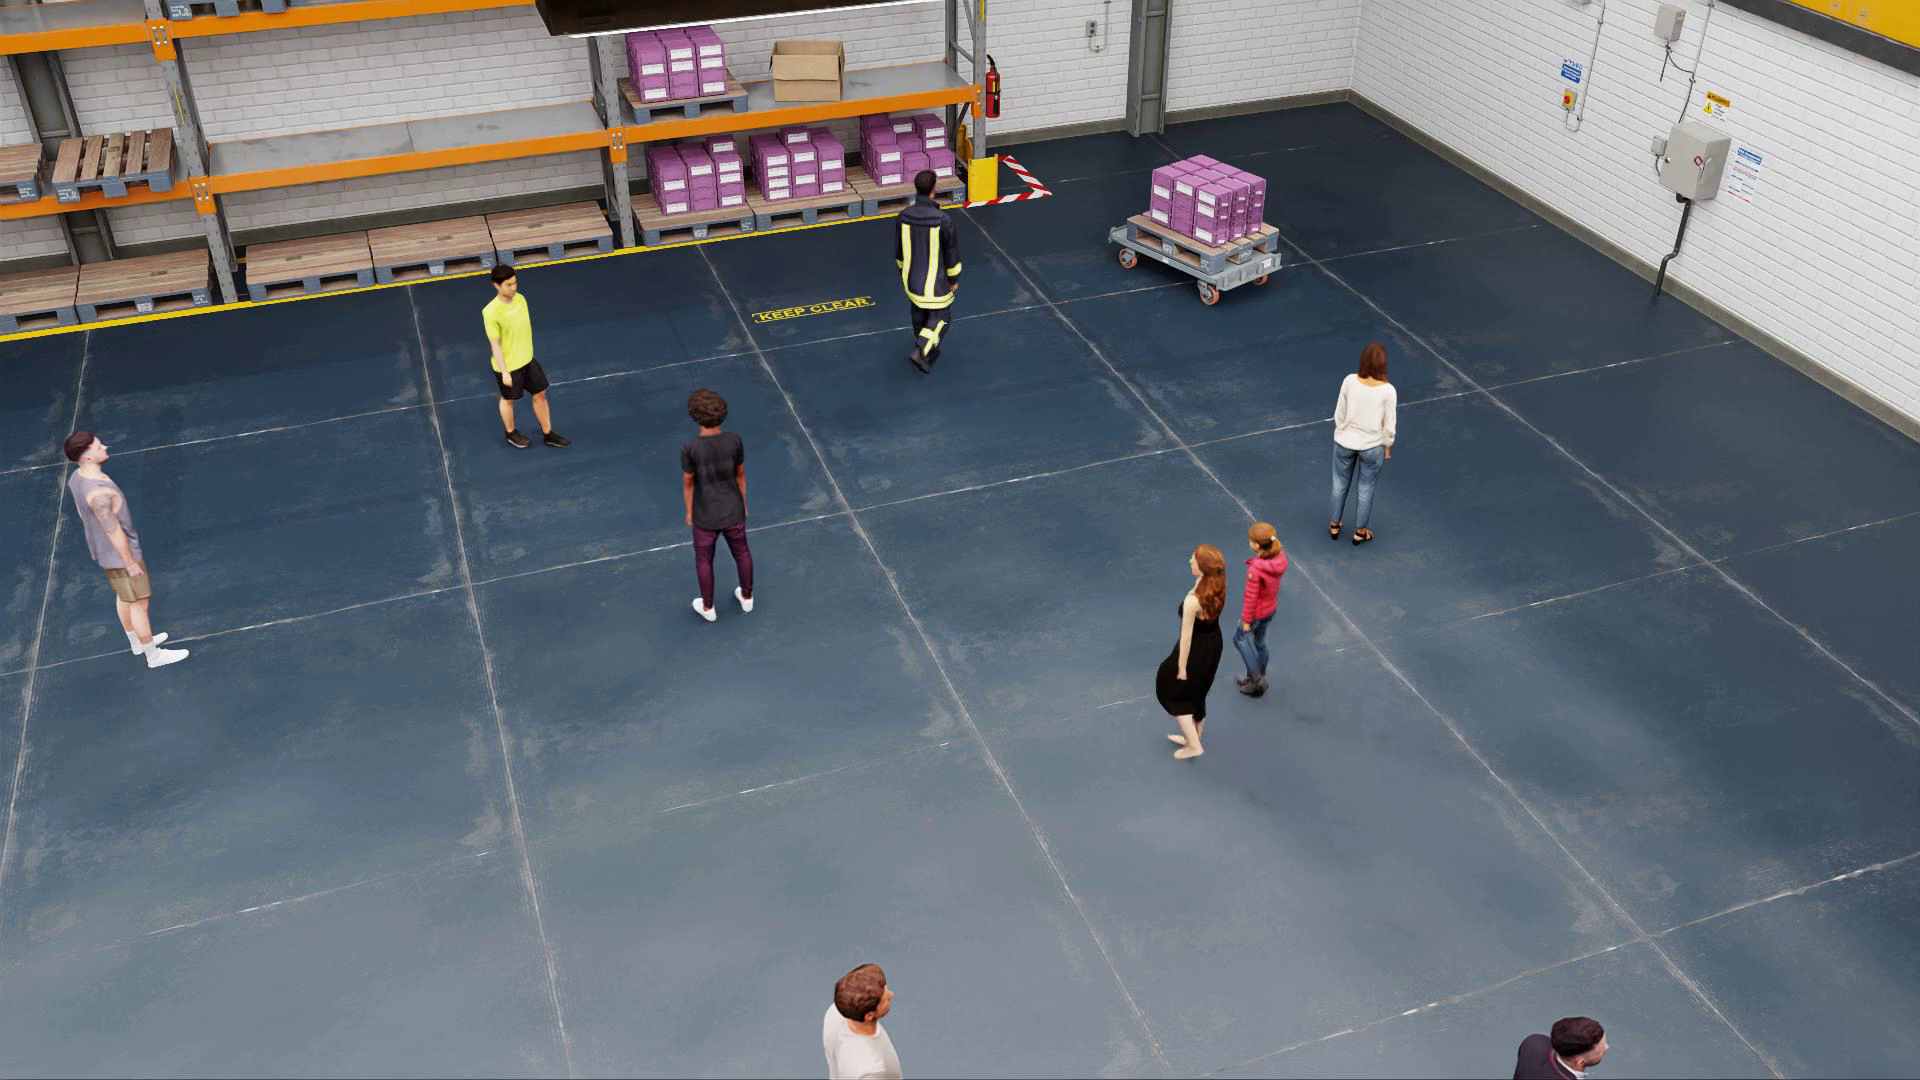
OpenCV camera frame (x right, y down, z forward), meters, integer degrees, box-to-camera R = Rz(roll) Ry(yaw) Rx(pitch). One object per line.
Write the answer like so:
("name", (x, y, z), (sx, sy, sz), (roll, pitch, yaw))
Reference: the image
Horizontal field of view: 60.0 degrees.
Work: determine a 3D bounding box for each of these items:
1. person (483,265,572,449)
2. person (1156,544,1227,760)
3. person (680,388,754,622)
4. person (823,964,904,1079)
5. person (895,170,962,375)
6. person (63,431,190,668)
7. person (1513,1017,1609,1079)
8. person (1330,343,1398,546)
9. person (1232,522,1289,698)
("person", (-3.778, -1.526, 13.834), (0.971, 1.686, 0.928), (18, 38, 25))
("person", (1.559, 0.748, 10.478), (0.692, 1.613, 0.755), (-28, 43, -35))
("person", (-1.730, -0.242, 11.821), (0.577, 1.776, 0.713), (-15, 37, -22))
("person", (-0.413, 2.599, 7.430), (0.597, 1.905, 0.668), (-15, 36, -21))
("person", (-0.319, -2.336, 14.848), (1.071, 1.913, 1.134), (16, 37, 22))
("person", (-5.755, 0.063, 11.362), (0.716, 1.847, 0.727), (28, 43, 35))
("person", (2.537, 2.726, 7.295), (0.640, 1.844, 0.702), (-4, 34, -5))
("person", (3.043, -0.730, 12.642), (0.704, 1.681, 0.736), (19, 38, 26))
("person", (2.061, 0.508, 11.123), (0.692, 1.300, 0.620), (28, 43, 35))
